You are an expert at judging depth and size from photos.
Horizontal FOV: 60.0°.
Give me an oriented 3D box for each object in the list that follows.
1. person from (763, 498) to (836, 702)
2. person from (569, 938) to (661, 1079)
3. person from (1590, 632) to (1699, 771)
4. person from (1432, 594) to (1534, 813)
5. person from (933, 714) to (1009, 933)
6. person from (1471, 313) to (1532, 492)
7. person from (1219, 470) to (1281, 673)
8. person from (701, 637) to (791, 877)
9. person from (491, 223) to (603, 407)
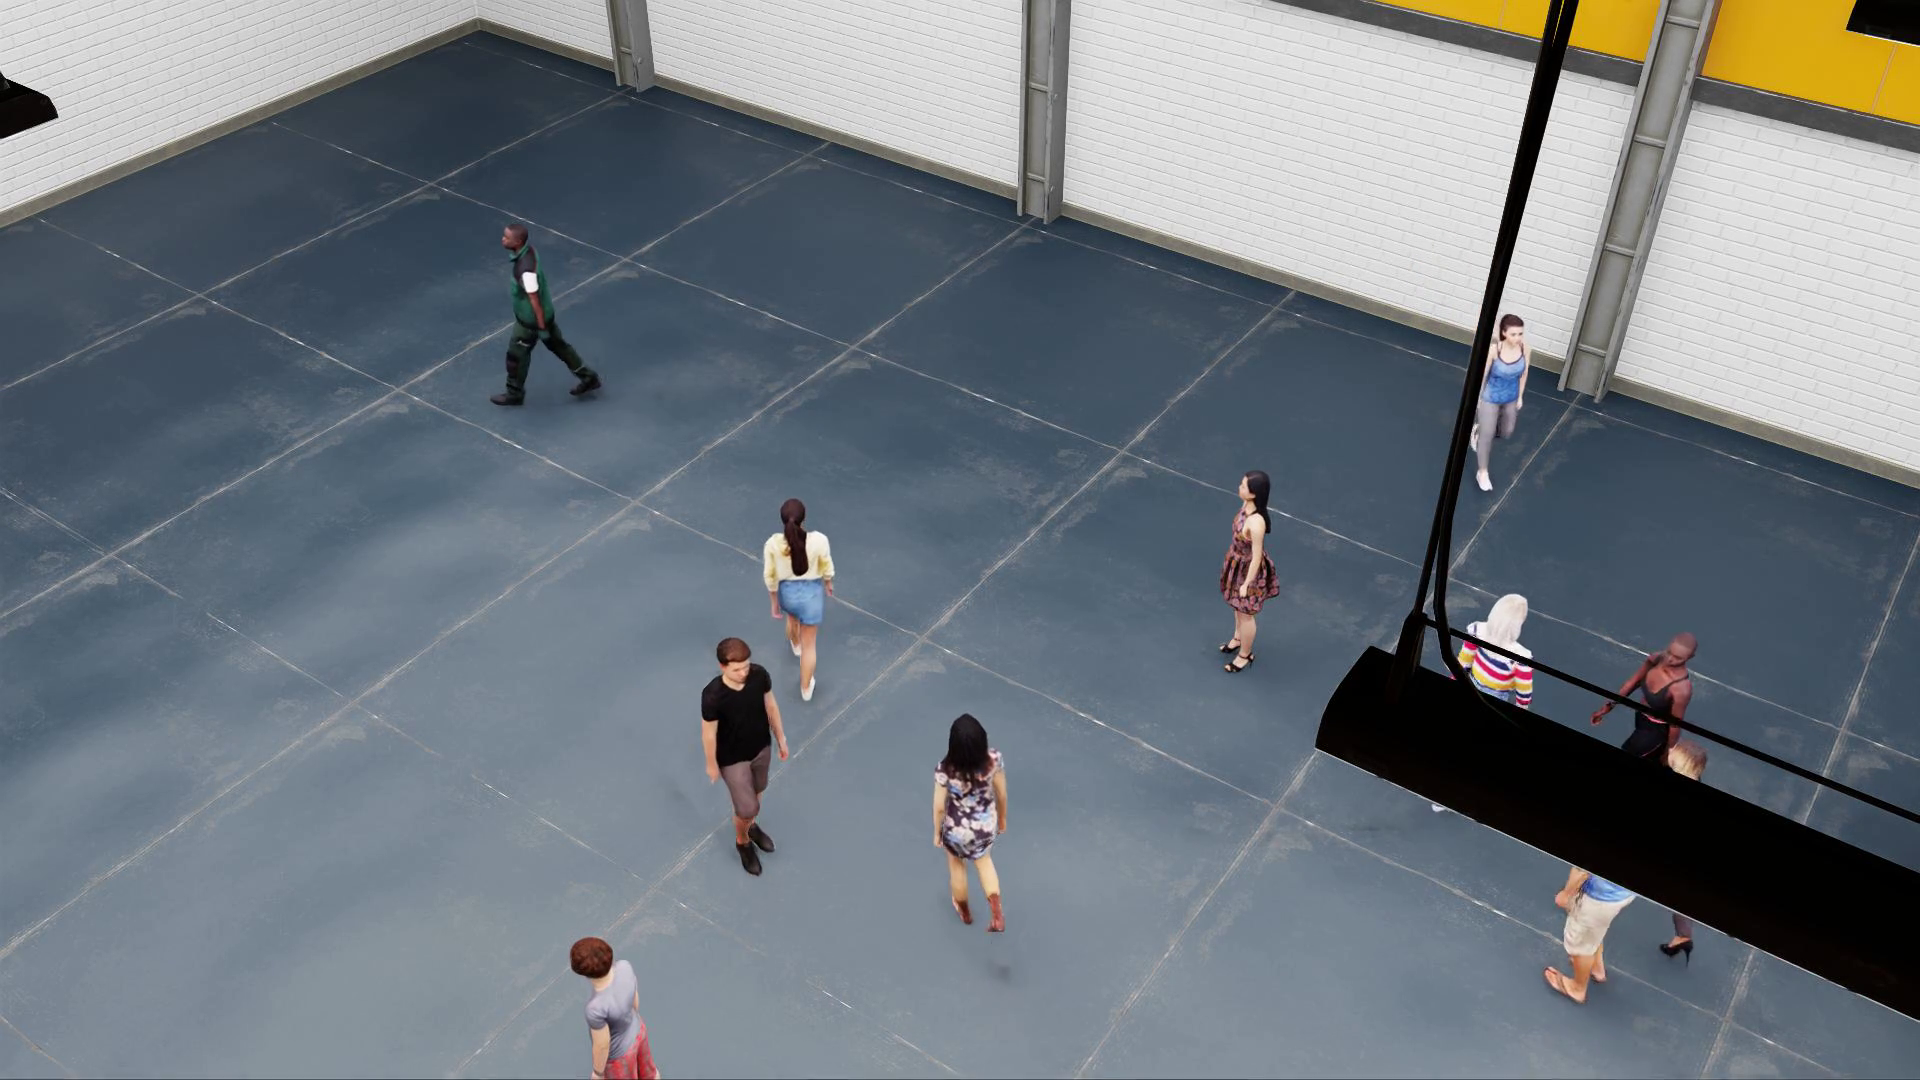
[{"bbox_3d":[-1.134,0.463,11.799,1.010,1.600,1.012,1,39,1],"label":"person"},{"bbox_3d":[-1.824,2.710,8.945,0.604,1.650,0.642,13,41,16],"label":"person"},{"bbox_3d":[4.555,1.244,10.739,1.277,1.702,1.101,0,39,0],"label":"person"},{"bbox_3d":[3.346,1.107,10.842,0.918,1.788,0.944,-21,43,-24],"label":"person"},{"bbox_3d":[0.088,1.783,10.046,0.837,1.726,0.924,-14,41,-17],"label":"person"},{"bbox_3d":[4.479,-1.204,13.886,0.886,1.600,0.933,-4,39,-5],"label":"person"},{"bbox_3d":[2.049,0.228,11.954,0.847,1.773,0.802,0,39,0],"label":"person"},{"bbox_3d":[-1.423,1.272,10.586,0.711,1.849,0.707,-32,48,-33],"label":"person"},{"bbox_3d":[-3.665,-1.974,14.696,1.290,1.793,1.215,-6,39,-8],"label":"person"}]
